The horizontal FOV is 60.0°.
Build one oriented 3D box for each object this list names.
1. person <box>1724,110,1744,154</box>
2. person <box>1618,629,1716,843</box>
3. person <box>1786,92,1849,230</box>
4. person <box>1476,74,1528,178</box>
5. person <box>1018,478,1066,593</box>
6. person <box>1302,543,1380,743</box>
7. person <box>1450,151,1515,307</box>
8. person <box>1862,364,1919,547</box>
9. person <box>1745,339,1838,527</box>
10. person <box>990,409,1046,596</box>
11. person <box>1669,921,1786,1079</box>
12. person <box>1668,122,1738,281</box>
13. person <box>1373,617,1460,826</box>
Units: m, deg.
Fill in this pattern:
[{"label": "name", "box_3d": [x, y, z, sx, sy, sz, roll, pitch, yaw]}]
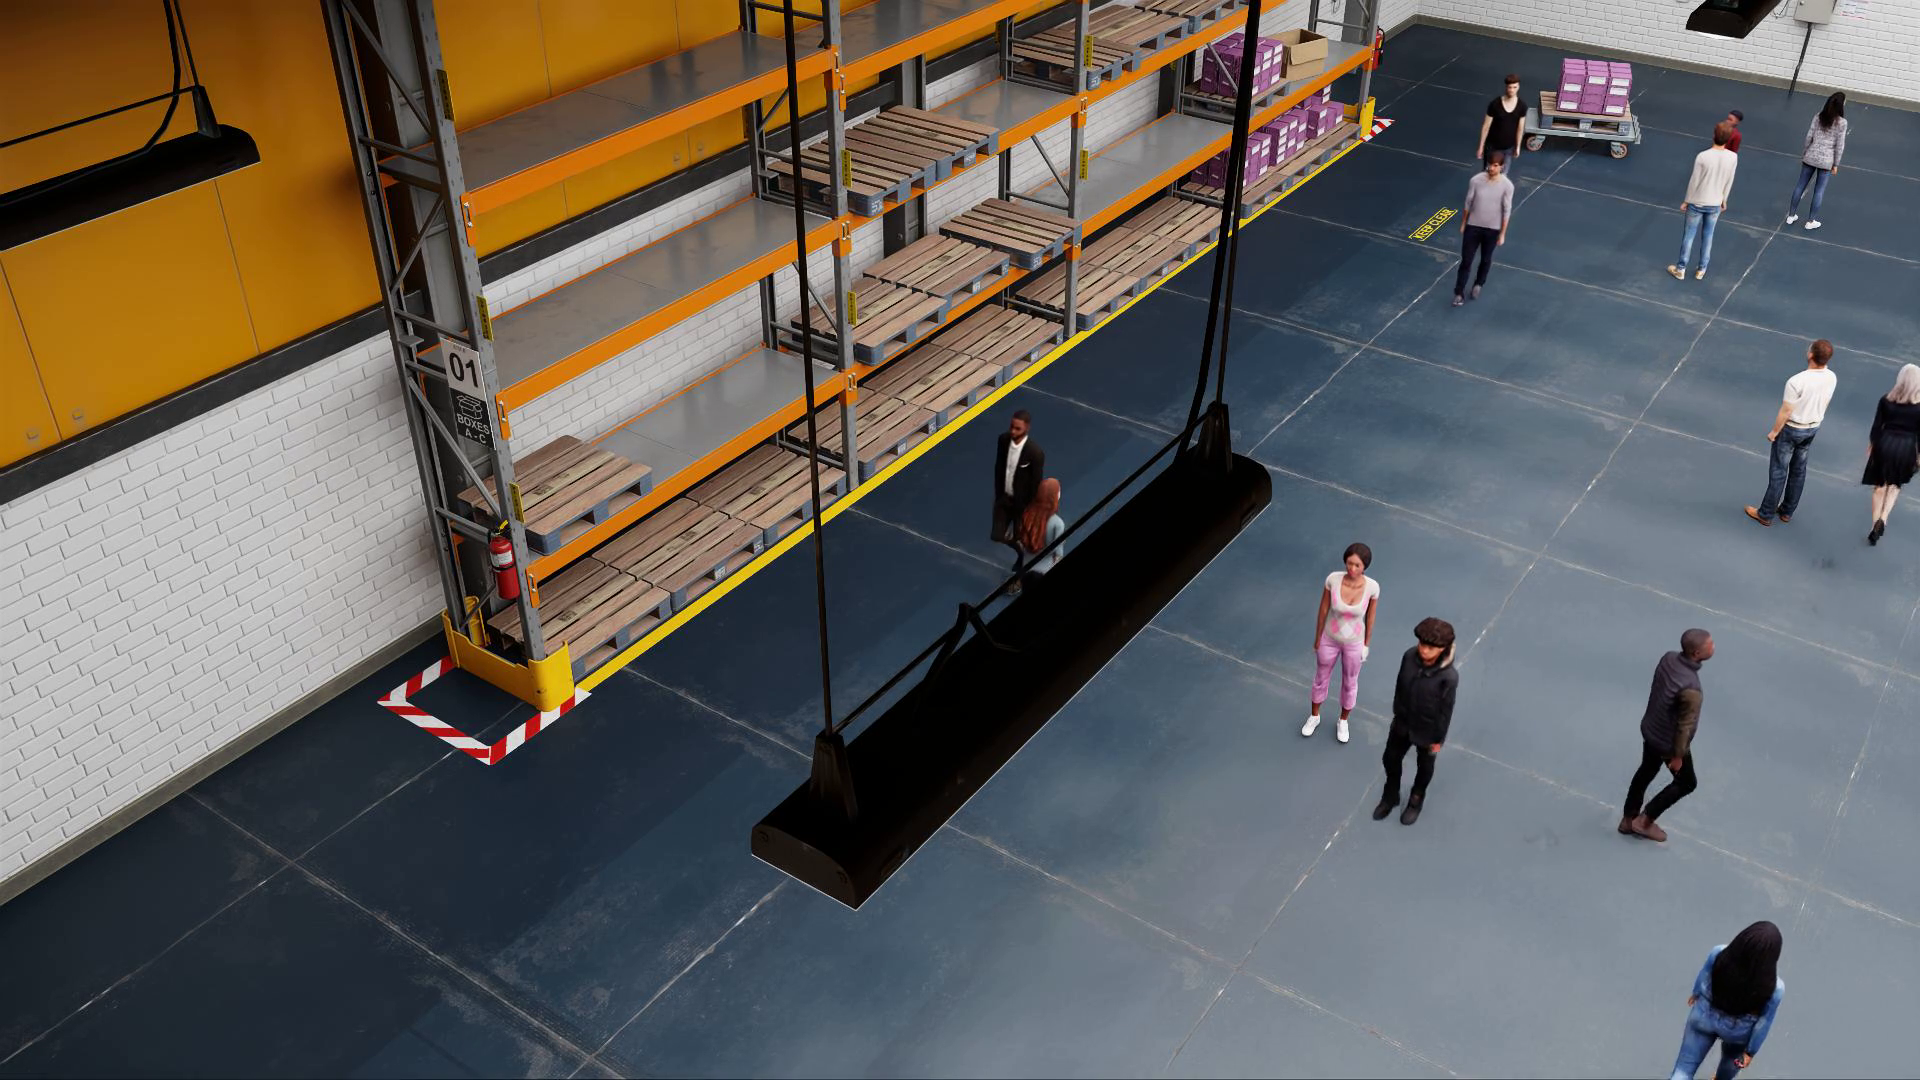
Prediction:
[{"label": "person", "box_3d": [10.018, -5.011, 21.770, 0.621, 1.254, 0.579, -11, 35, -16]}, {"label": "person", "box_3d": [4.867, 1.375, 11.644, 0.906, 1.828, 0.807, 1, 34, 2]}, {"label": "person", "box_3d": [10.877, -4.821, 21.052, 0.609, 1.731, 0.670, -25, 41, -32]}, {"label": "person", "box_3d": [6.890, -5.044, 21.280, 1.044, 1.852, 1.330, 6, 34, 10]}, {"label": "person", "box_3d": [0.600, 0.326, 13.315, 0.574, 1.724, 0.754, 23, 40, 30]}, {"label": "person", "box_3d": [2.907, 0.769, 12.634, 0.628, 1.741, 0.614, 9, 35, 14]}, {"label": "person", "box_3d": [6.063, -3.625, 19.182, 0.799, 1.810, 1.090, 15, 36, 21]}, {"label": "person", "box_3d": [8.315, -0.717, 14.883, 0.670, 1.726, 0.680, 23, 40, 30]}, {"label": "person", "box_3d": [7.641, -0.983, 15.165, 0.731, 1.856, 0.811, -9, 35, -13]}, {"label": "person", "box_3d": [0.550, -0.360, 14.290, 0.728, 1.788, 0.754, 27, 42, 35]}, {"label": "person", "box_3d": [4.325, 2.863, 9.543, 0.680, 1.674, 1.183, 25, 41, 33]}, {"label": "person", "box_3d": [8.816, -3.995, 19.653, 0.754, 1.905, 0.759, 3, 34, 4]}, {"label": "person", "box_3d": [3.330, 1.258, 11.880, 0.645, 1.762, 0.625, 24, 40, 31]}]
